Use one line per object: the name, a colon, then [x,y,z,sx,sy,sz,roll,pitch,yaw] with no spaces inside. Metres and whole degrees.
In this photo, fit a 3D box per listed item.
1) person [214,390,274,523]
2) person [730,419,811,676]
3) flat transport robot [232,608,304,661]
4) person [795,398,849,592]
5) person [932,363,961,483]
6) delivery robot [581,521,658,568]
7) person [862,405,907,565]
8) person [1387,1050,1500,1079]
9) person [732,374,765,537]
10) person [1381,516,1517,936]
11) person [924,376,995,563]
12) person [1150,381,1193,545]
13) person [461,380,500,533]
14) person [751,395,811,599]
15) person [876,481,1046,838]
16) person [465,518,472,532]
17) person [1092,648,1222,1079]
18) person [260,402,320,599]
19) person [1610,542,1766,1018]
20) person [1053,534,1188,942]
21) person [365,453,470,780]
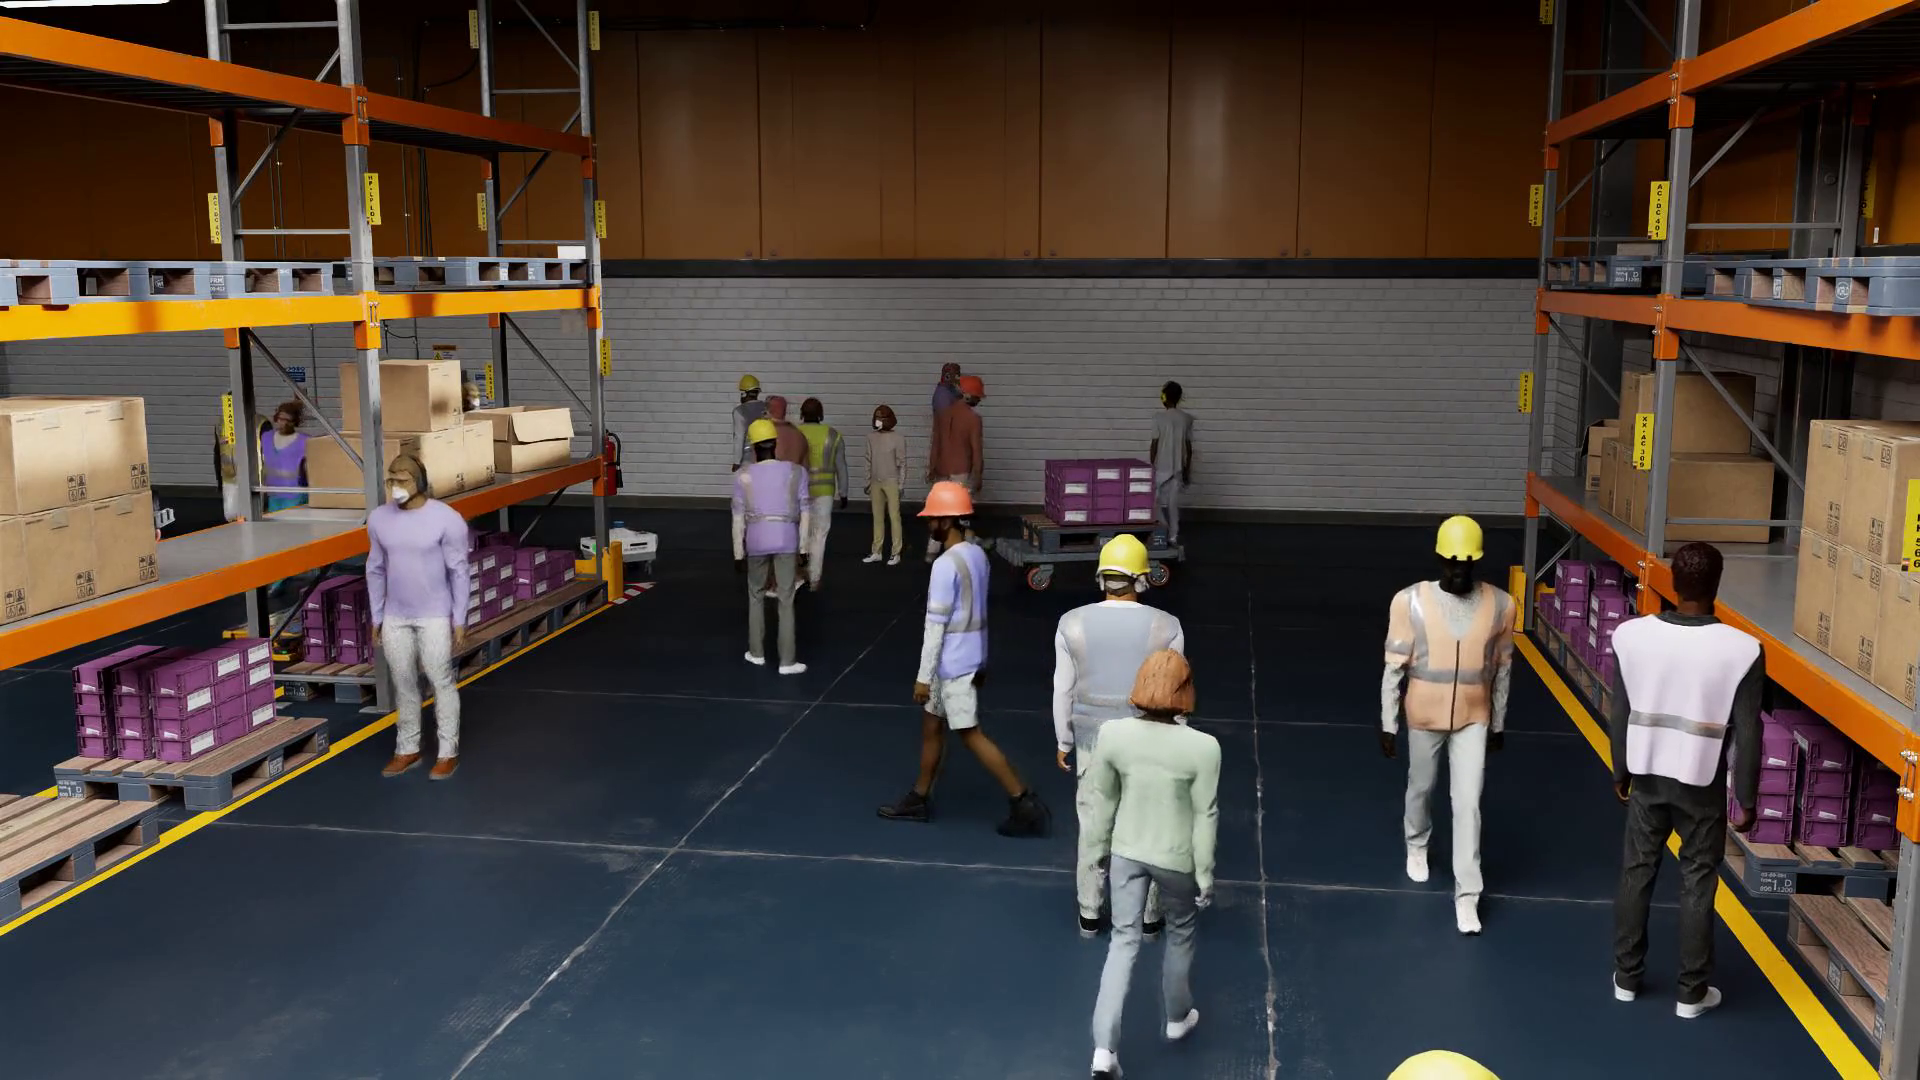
person: [-7.218,-0.637,16.839,0.634,1.823,0.631,1,9,6]
person: [-1.407,0.053,12.440,0.607,1.884,0.679,-1,9,-9]
flat transport robot: [-5.244,0.714,13.287,0.652,0.197,1.431,2,9,10]
person: [-1.383,-0.449,15.779,0.656,1.787,0.970,0,9,1]
person: [-0.122,-1.149,19.771,0.406,1.902,0.636,-1,9,-5]
delivery robot: [-3.302,0.061,16.151,0.707,0.478,0.477,-6,11,-35]
person: [-0.768,-0.561,16.958,0.498,1.634,0.282,6,11,33]
person: [0.766,1.676,2.755,0.534,1.767,0.319,-9,13,-43]
person: [-2.342,-0.942,18.695,0.404,1.835,0.588,7,12,38]
person: [2.286,0.802,7.834,0.609,1.878,1.007,1,9,7]
person: [0.005,-0.729,17.124,0.994,1.913,0.668,-8,12,-42]
person: [2.158,-0.729,17.319,0.559,1.851,0.386,-4,10,-21]
person: [-4.784,-0.608,16.332,0.652,1.933,0.459,-9,13,-42]
person: [-1.573,-0.354,14.956,0.671,1.883,0.661,7,11,36]
person: [0.022,0.634,8.801,0.963,1.900,0.560,3,10,18]
person: [-4.915,-0.549,15.876,0.635,1.957,0.738,5,10,26]
person: [0.709,1.199,6.217,0.524,1.597,0.808,4,10,25]
person: [-6.147,-0.382,15.318,0.612,1.804,0.690,4,10,22]
person: [2.910,0.962,6.718,0.591,1.912,0.383,8,12,39]
person: [0.720,0.884,7.446,0.599,1.827,0.403,2,9,12]
person: [-3.189,0.449,9.794,0.635,1.937,0.352,2,9,12]
